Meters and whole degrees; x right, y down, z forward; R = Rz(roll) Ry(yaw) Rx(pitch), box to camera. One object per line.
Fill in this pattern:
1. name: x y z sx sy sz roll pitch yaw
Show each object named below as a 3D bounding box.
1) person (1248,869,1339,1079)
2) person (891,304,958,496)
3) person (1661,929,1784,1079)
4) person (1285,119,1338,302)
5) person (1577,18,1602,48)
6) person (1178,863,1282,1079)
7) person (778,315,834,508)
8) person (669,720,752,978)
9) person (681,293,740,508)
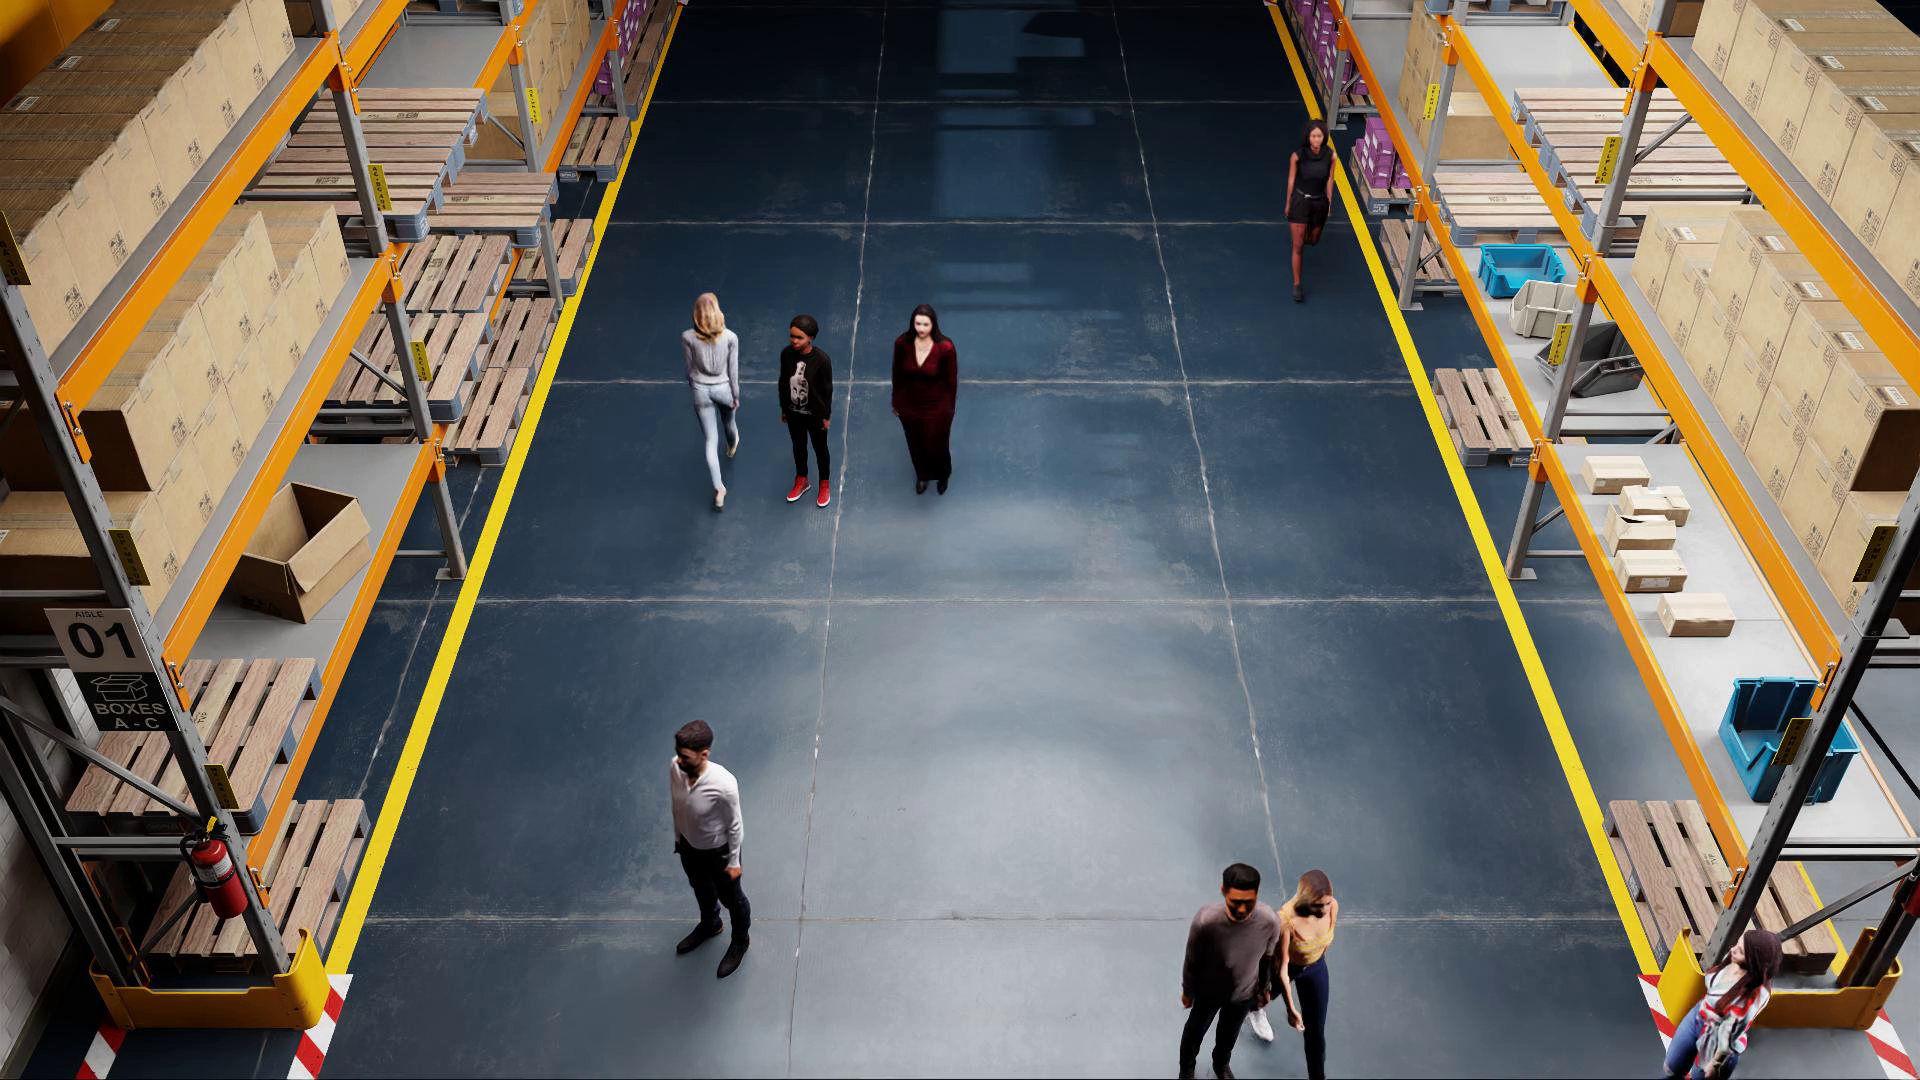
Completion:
1. person: 1.748 2.279 8.999 0.790 1.581 1.155 -12 40 -14
2. person: -0.263 -1.137 13.141 0.751 1.751 0.779 10 40 12
3. person: 3.980 2.591 8.599 0.713 1.594 0.880 4 39 5
4. person: 3.275 -3.168 15.711 0.639 1.717 1.014 -2 39 -3
5. person: 7.934 -6.890 20.501 0.586 1.555 0.611 15 41 18
6. person: 1.403 2.329 8.787 0.525 1.768 0.641 0 39 0
7. person: -1.202 -1.032 13.070 0.654 1.675 0.637 10 40 13
8. person: -1.422 1.719 9.470 0.719 1.868 0.752 24 44 27
9. person: -1.948 -1.074 13.065 0.641 1.746 1.154 -2 39 -3
